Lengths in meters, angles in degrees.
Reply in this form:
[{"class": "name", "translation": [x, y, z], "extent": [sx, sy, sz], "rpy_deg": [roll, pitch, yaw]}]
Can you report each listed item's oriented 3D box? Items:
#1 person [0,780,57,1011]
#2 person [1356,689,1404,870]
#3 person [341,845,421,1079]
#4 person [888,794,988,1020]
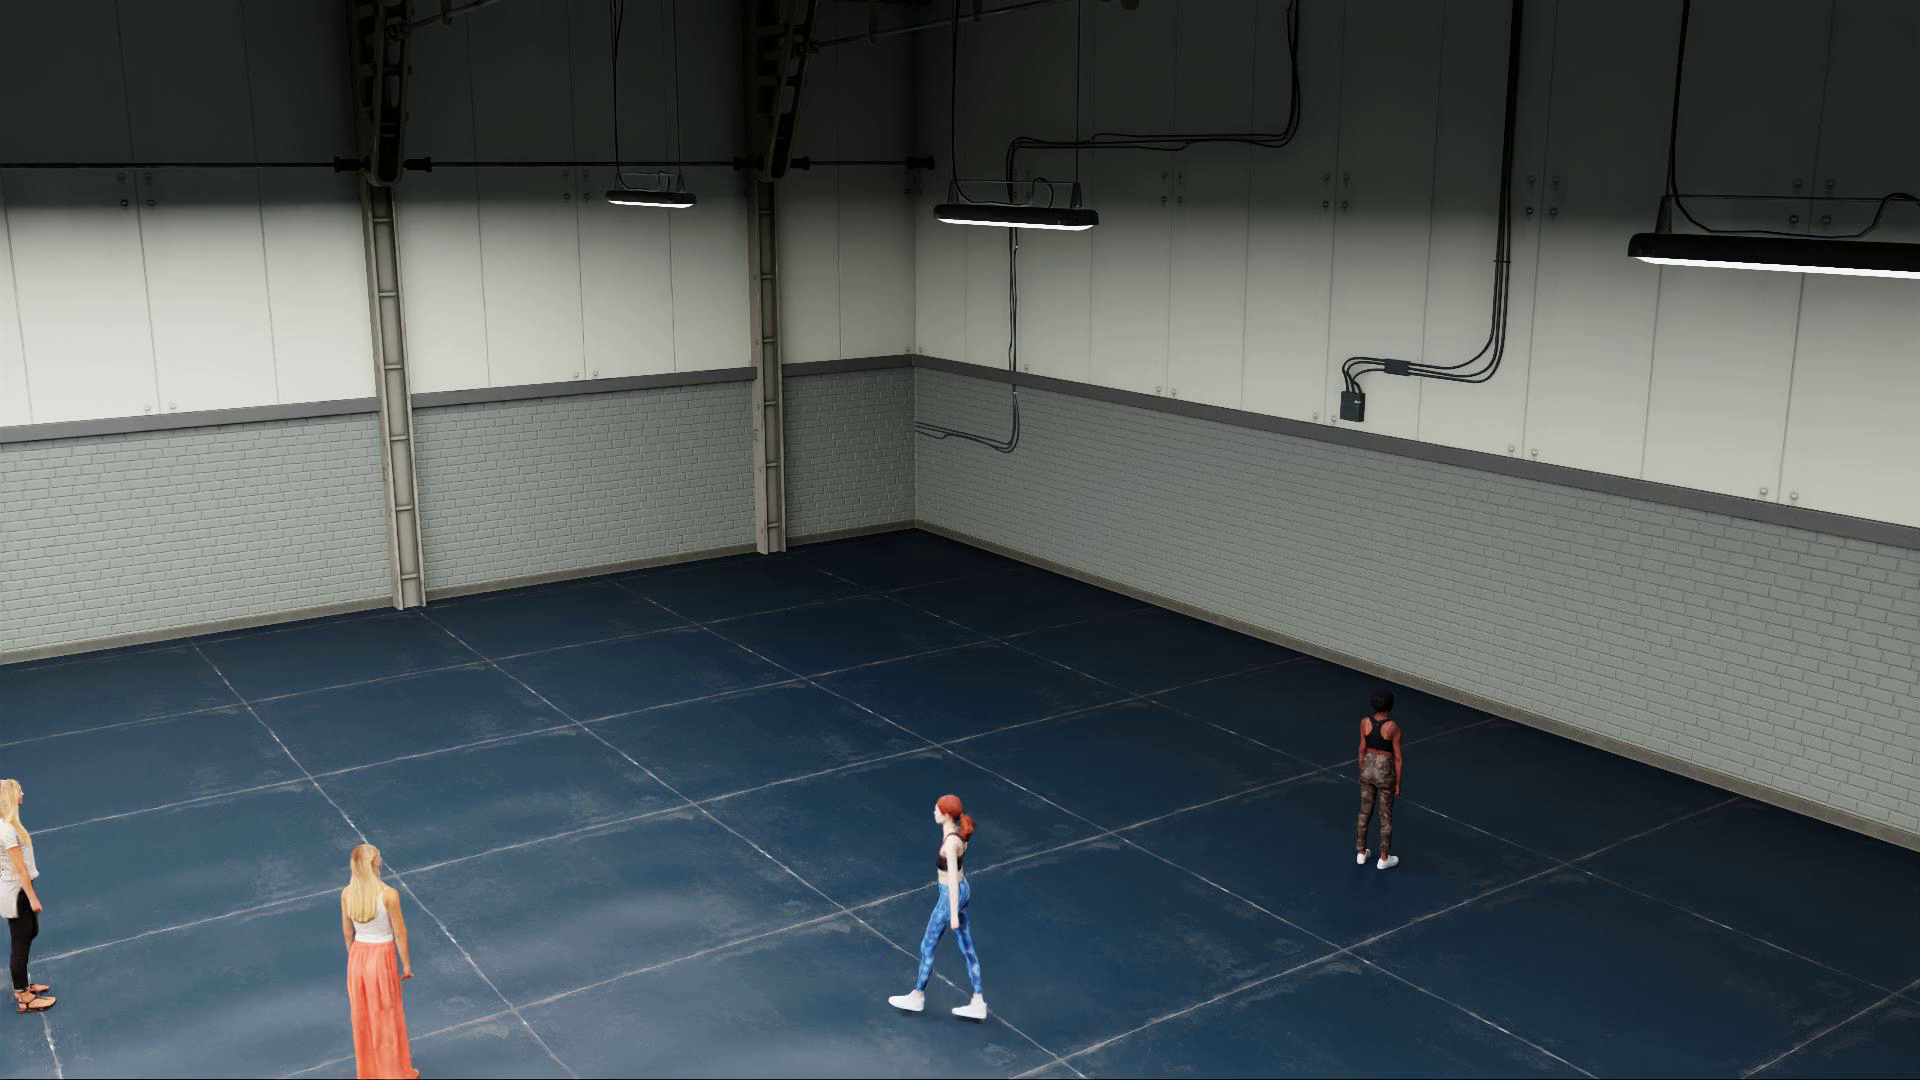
[{"class": "person", "translation": [-7.260, 2.713, 12.712], "extent": [0.525, 1.826, 0.644], "rpy_deg": [-10, 16, -36]}, {"class": "person", "translation": [3.849, 2.178, 15.301], "extent": [0.633, 1.701, 0.622], "rpy_deg": [10, 16, 37]}, {"class": "person", "translation": [-4.085, 2.984, 11.595], "extent": [0.736, 1.802, 0.781], "rpy_deg": [4, 14, 15]}, {"class": "person", "translation": [0.037, 2.790, 12.544], "extent": [1.031, 1.752, 0.995], "rpy_deg": [3, 13, 13]}]
